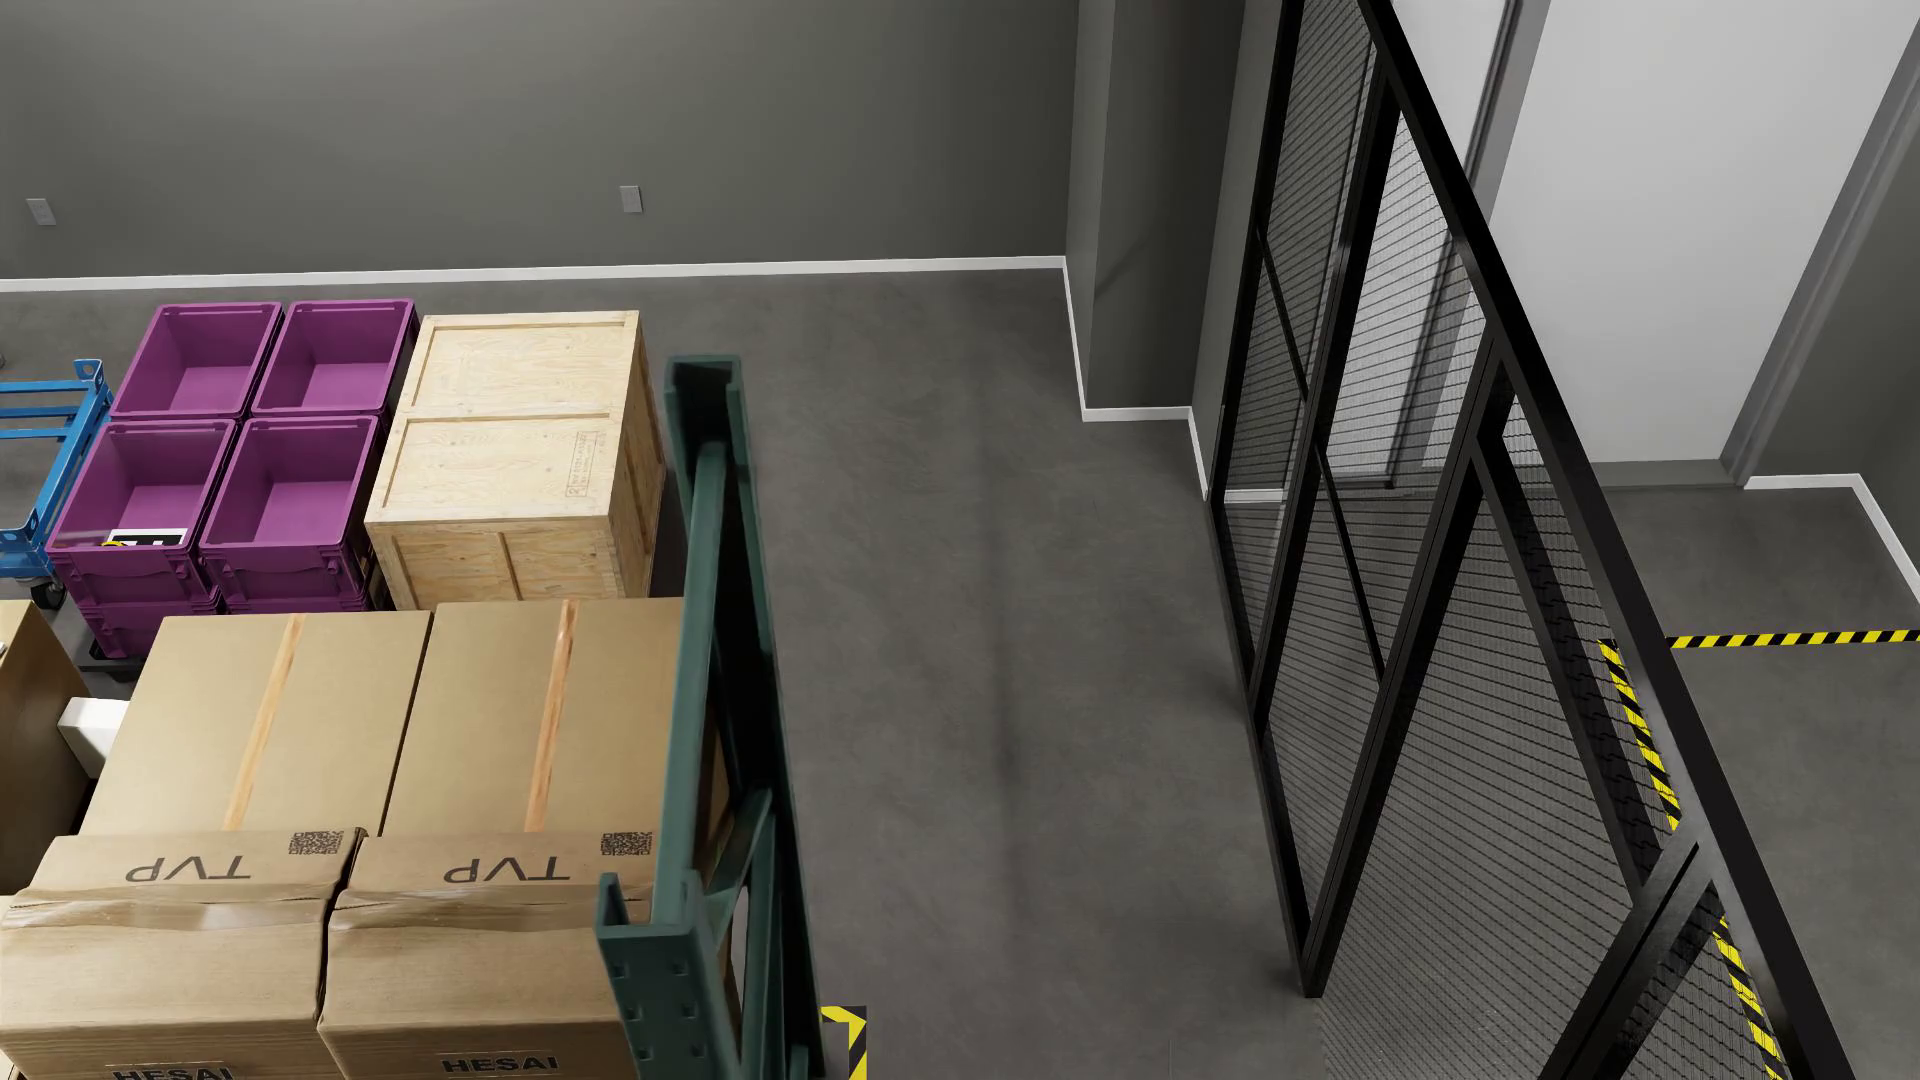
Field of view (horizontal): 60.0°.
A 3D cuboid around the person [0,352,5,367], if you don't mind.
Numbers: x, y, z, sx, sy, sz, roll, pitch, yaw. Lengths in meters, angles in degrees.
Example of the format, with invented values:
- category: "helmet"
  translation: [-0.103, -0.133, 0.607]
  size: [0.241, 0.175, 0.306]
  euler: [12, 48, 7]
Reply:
- category: "person"
  translation: [-4.036, -1.280, 5.978]
  size: [0.377, 1.940, 0.629]
  euler: [-2, 46, -2]
